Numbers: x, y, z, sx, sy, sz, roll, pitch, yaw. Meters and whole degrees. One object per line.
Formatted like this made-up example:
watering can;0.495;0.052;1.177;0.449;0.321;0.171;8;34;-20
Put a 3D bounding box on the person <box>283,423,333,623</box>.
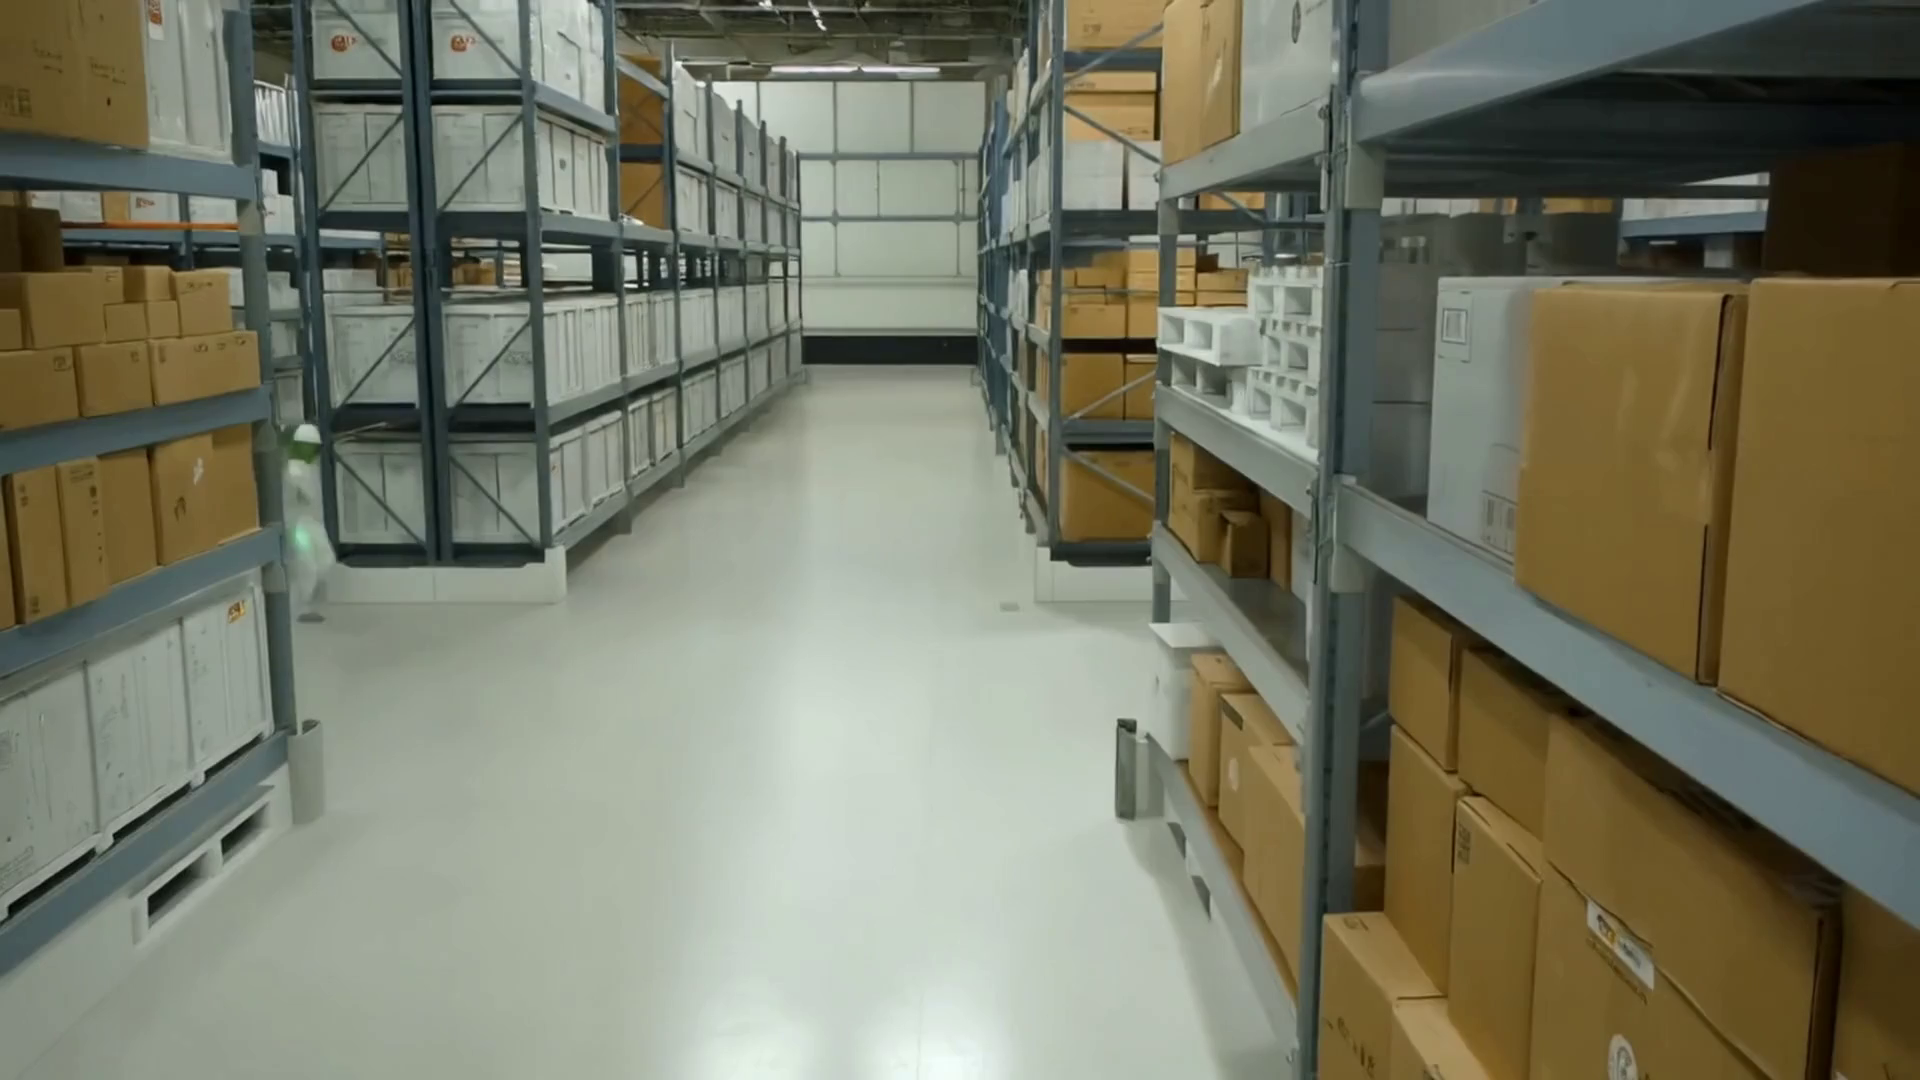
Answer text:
person;-5.648;-0.148;14.288;0.448;1.724;0.502;1;9;4
